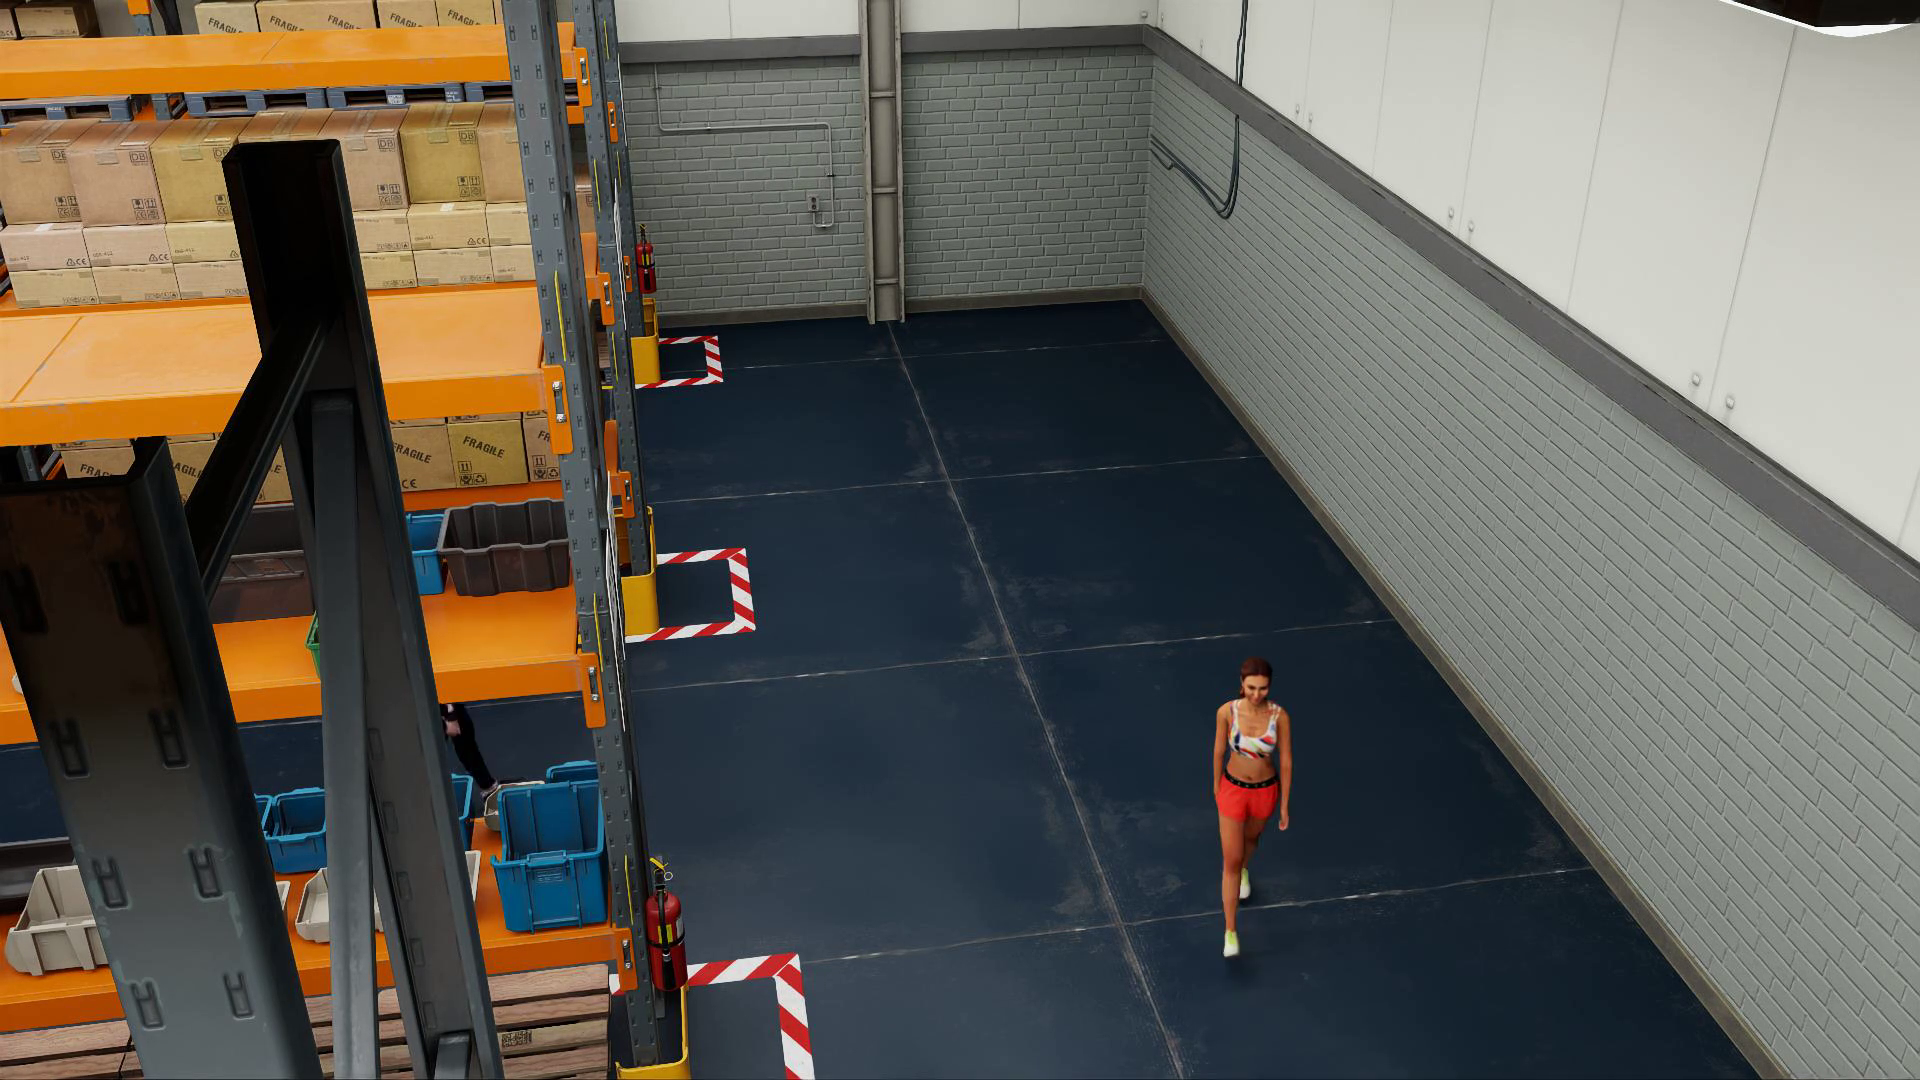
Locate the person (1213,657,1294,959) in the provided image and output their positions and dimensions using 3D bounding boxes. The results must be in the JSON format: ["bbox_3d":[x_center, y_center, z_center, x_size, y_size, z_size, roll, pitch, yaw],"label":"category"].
[{"bbox_3d":[1.644,1.391,9.423,1.151,1.747,0.898,3,28,6],"label":"person"}]
